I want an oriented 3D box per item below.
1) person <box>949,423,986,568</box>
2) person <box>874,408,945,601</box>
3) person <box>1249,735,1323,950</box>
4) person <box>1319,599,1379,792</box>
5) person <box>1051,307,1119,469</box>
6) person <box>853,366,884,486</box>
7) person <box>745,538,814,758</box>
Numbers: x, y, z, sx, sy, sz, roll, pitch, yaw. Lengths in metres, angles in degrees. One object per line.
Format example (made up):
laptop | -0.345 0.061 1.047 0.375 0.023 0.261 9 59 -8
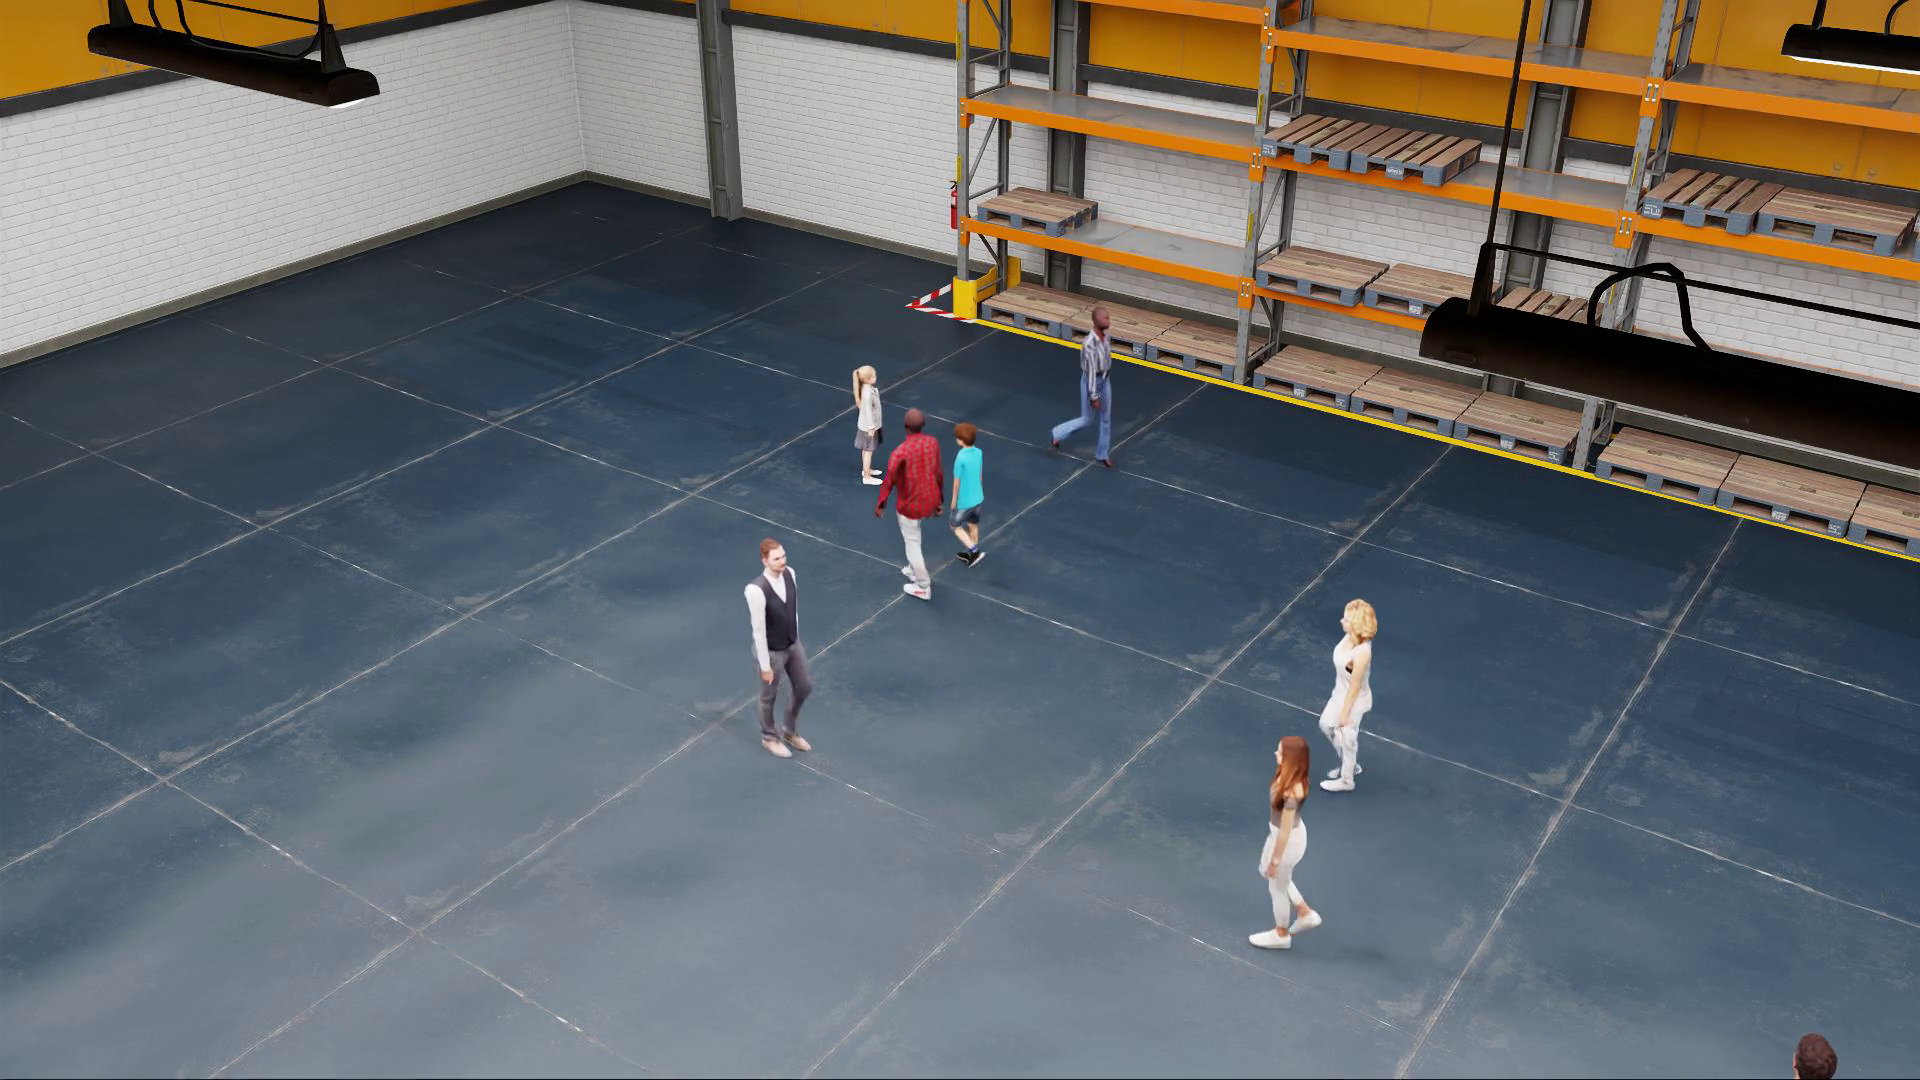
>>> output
person | 0.127 -0.395 15.516 0.652 1.437 0.572 22 35 34
person | -0.344 -0.296 14.958 0.793 1.798 0.862 -24 36 -36
person | 2.211 1.992 10.853 0.790 1.713 0.728 7 29 13
person | 2.991 1.179 12.396 0.746 1.662 0.725 3 29 5
person | 1.320 -1.581 17.343 0.988 1.770 0.621 17 33 28
person | -0.939 -1.207 17.173 0.660 1.275 0.608 -2 29 -4
person | -1.480 0.799 12.819 0.638 1.924 0.686 21 35 33
